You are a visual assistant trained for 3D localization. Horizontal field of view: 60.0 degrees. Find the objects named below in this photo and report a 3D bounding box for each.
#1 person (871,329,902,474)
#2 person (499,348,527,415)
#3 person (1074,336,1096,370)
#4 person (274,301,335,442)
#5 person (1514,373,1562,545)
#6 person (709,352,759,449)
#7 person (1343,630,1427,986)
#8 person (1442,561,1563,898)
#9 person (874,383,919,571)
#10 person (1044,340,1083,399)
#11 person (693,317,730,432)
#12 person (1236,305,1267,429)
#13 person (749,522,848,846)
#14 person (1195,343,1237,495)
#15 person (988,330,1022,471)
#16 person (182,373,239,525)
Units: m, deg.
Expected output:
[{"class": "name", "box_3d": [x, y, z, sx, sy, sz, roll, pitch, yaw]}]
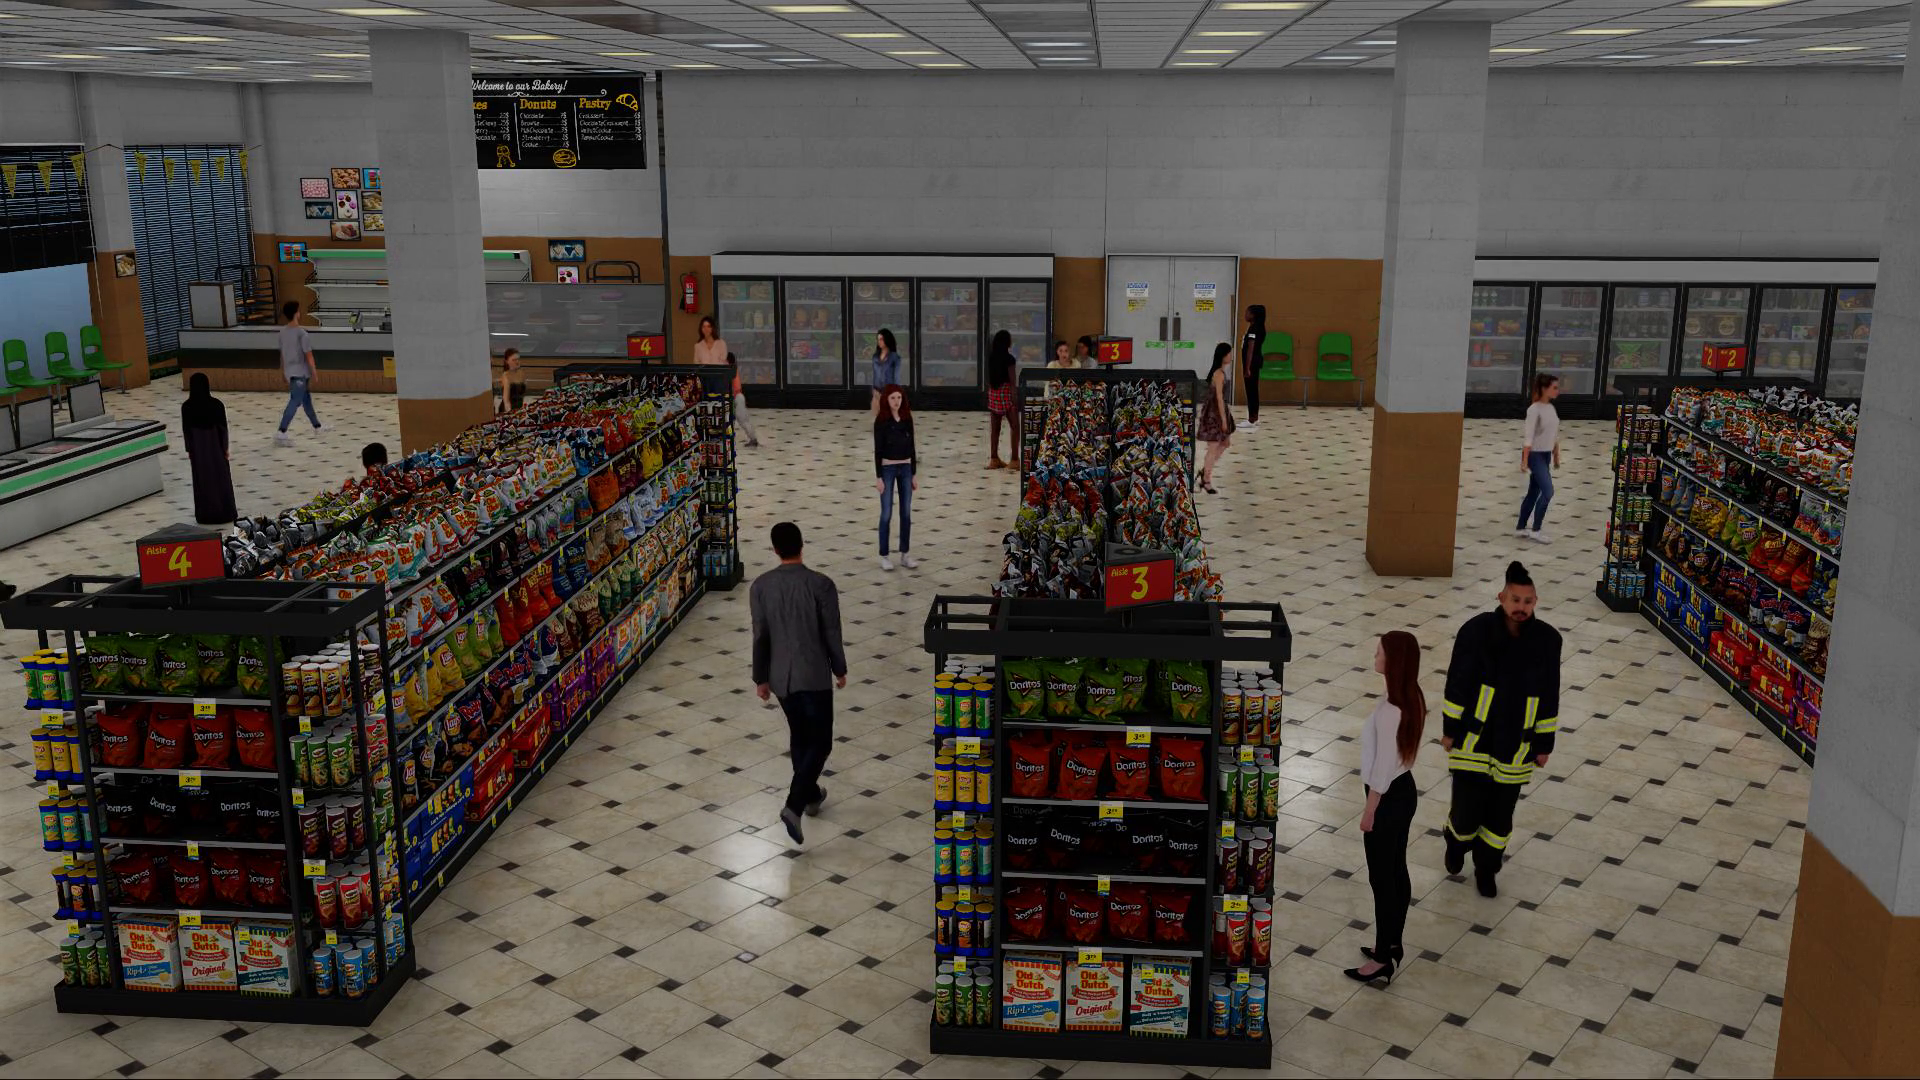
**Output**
[{"class": "person", "box_3d": [-0.850, -1.701, 20.317, 0.837, 1.763, 0.956, 10, 17, 36]}, {"class": "person", "box_3d": [-5.386, -1.484, 19.792, 0.869, 1.589, 1.002, 5, 14, 19]}, {"class": "person", "box_3d": [1.613, -1.755, 20.877, 0.902, 1.604, 0.838, -9, 16, -33]}, {"class": "person", "box_3d": [-8.929, -2.209, 22.241, 1.054, 1.843, 1.323, 8, 16, 30]}, {"class": "person", "box_3d": [5.772, -0.826, 16.834, 0.822, 1.704, 0.883, -12, 18, -41]}, {"class": "person", "box_3d": [-2.883, -1.810, 21.811, 0.590, 1.271, 0.803, 3, 14, 11]}, {"class": "person", "box_3d": [2.070, 1.283, 8.019, 0.725, 1.760, 0.601, 9, 16, 32]}, {"class": "person", "box_3d": [2.905, 0.994, 9.014, 0.756, 1.853, 0.761, 3, 14, 13]}, {"class": "person", "box_3d": [-0.617, -0.599, 15.724, 0.663, 1.787, 0.692, -7, 15, -27]}, {"class": "person", "box_3d": [1.267, -1.663, 20.532, 0.992, 1.588, 1.245, -6, 15, -23]}, {"class": "person", "box_3d": [-3.198, -2.014, 21.602, 0.629, 1.766, 0.857, 1, 14, 2]}, {"class": "person", "box_3d": [4.140, -2.460, 23.515, 0.716, 1.731, 0.581, 5, 14, 19]}, {"class": "person", "box_3d": [-0.945, 0.843, 9.670, 0.870, 1.838, 1.201, 4, 14, 17]}, {"class": "person", "box_3d": [2.827, -1.361, 18.933, 0.694, 1.756, 0.603, 1, 14, 4]}, {"class": "person", "box_3d": [0.480, -1.714, 20.444, 0.784, 1.728, 0.741, -12, 18, -40]}, {"class": "person", "box_3d": [-7.996, -0.979, 17.657, 0.665, 1.614, 0.661, -2, 14, -9]}]
